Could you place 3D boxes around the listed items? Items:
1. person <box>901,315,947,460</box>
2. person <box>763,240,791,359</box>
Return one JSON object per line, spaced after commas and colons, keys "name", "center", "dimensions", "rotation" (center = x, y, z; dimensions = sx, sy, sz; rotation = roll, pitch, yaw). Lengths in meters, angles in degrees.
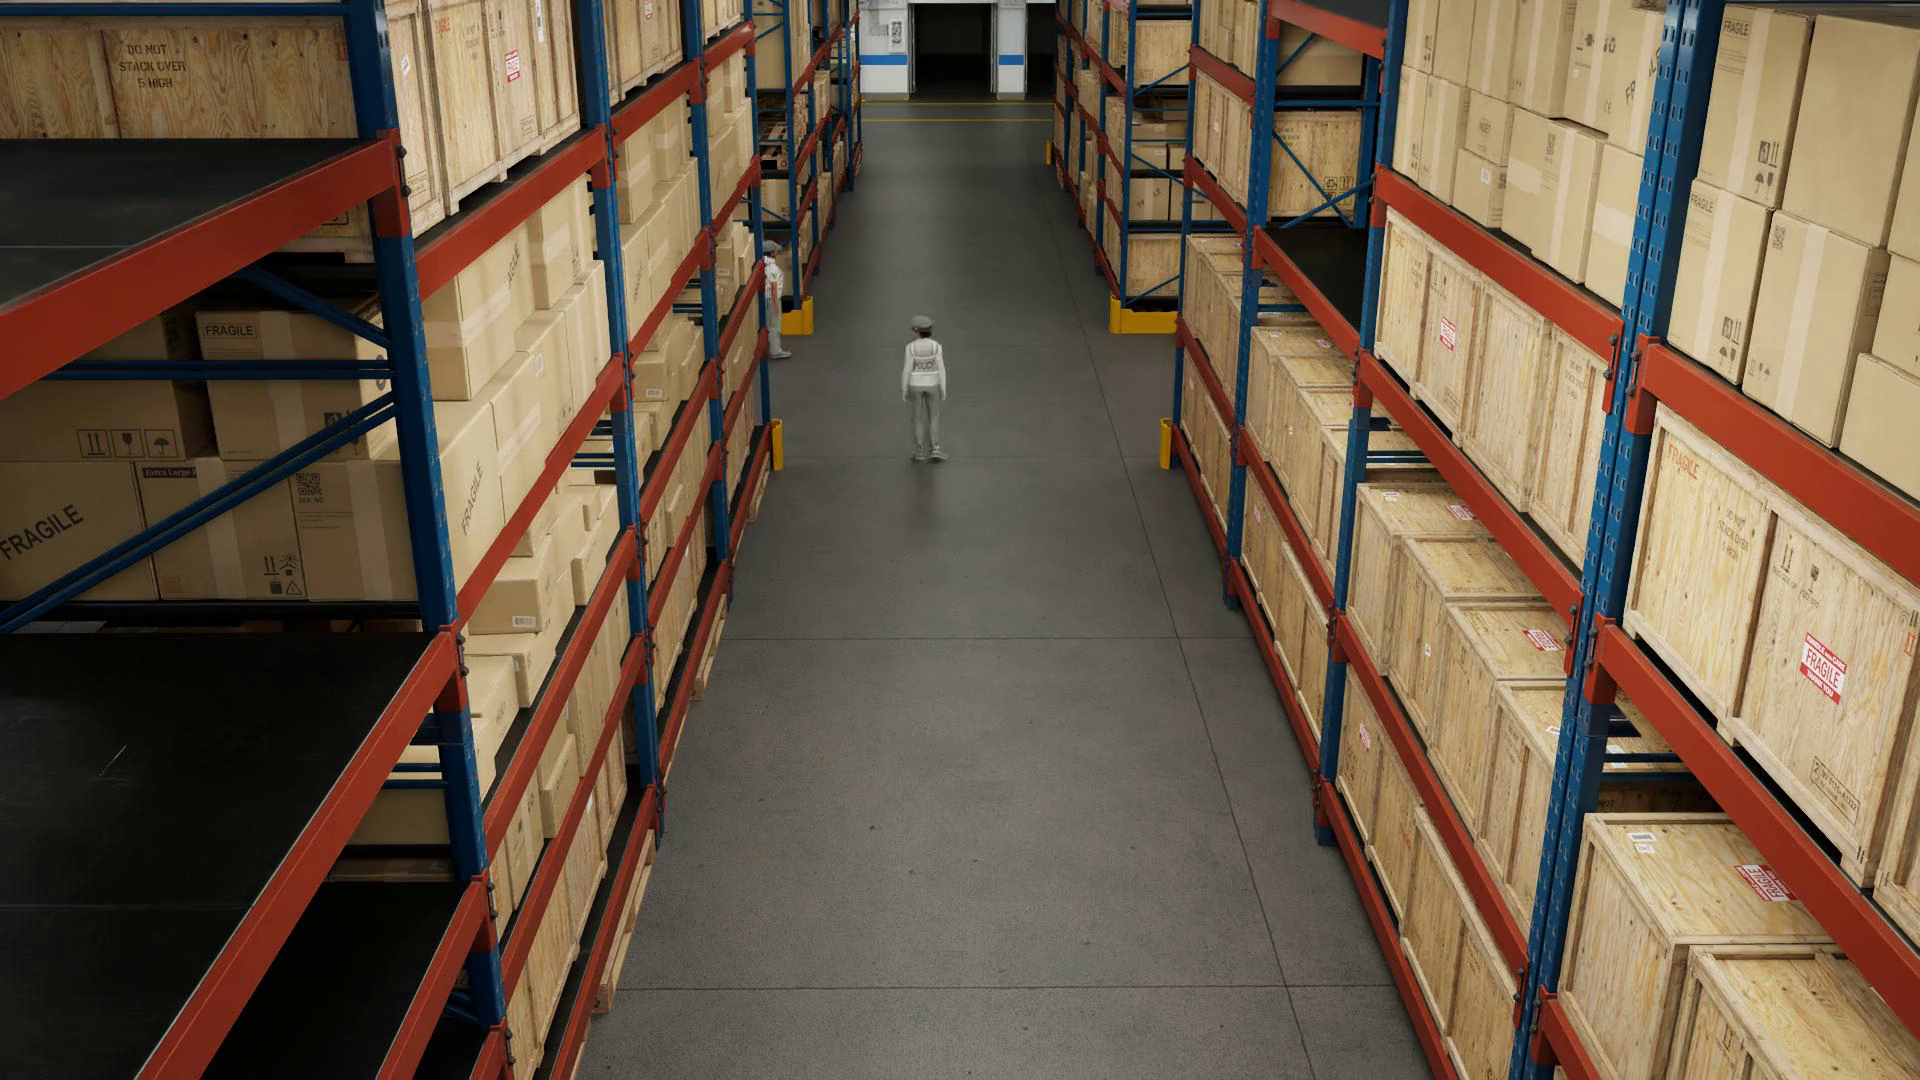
{"name": "person", "center": [-0.409, -1.714, 19.006], "dimensions": [0.523, 1.709, 0.382], "rotation": [-4, 22, -10]}
{"name": "person", "center": [-2.713, -3.327, 23.072], "dimensions": [0.669, 1.647, 0.550], "rotation": [-15, 26, -34]}
